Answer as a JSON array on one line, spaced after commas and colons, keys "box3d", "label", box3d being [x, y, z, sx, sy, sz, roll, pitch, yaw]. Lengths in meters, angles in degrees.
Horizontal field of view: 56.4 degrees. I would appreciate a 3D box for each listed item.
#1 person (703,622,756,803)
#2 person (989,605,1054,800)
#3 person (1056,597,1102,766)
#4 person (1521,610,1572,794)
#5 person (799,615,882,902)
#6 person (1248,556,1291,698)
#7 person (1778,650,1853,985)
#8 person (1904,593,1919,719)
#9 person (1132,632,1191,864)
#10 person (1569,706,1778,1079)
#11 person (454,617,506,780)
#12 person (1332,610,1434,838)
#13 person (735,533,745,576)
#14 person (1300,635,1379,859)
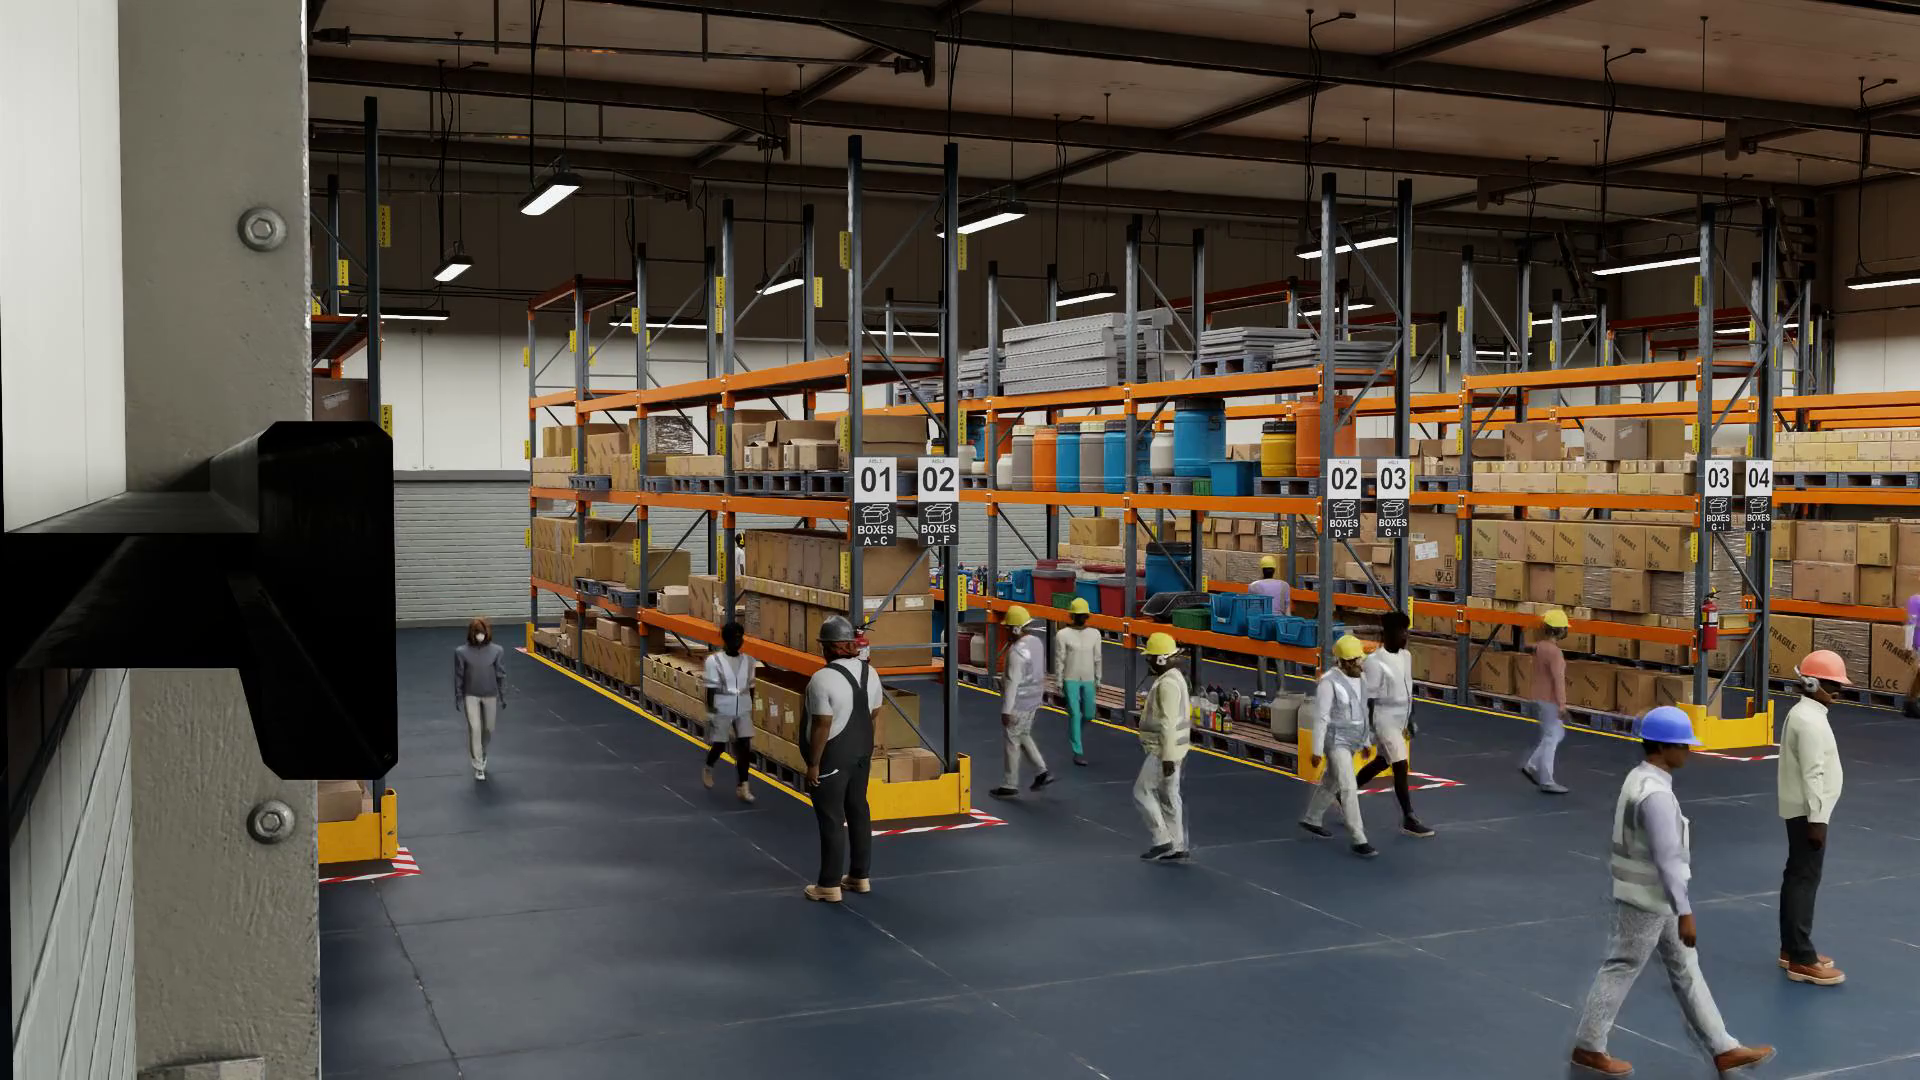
[{"box3d": [-2.168, 1.587, 16.781, 0.537, 1.675, 0.694, -1, 2, -28], "label": "person"}, {"box3d": [0.558, 1.516, 16.809, 0.510, 1.819, 0.634, 1, 2, 27], "label": "person"}, {"box3d": [1.236, 1.471, 18.942, 0.529, 1.751, 0.598, -1, 2, -18], "label": "person"}, {"box3d": [5.645, 1.536, 17.070, 0.377, 1.752, 0.551, 0, 2, 1], "label": "person"}, {"box3d": [-0.913, 1.576, 12.977, 0.537, 2.000, 0.689, 2, 3, 37], "label": "person"}, {"box3d": [4.201, 1.175, 24.369, 0.594, 1.924, 0.381, 0, 2, -3], "label": "person"}, {"box3d": [5.199, 1.660, 10.914, 0.400, 1.987, 0.612, 1, 2, 19], "label": "person"}, {"box3d": [11.994, 1.282, 22.000, 0.565, 1.888, 0.976, -1, 2, -25], "label": "person"}, {"box3d": [1.554, 1.628, 14.001, 0.490, 1.811, 0.614, 0, 2, 12], "label": "person"}, {"box3d": [3.550, 1.780, 8.973, 1.005, 1.889, 0.647, 1, 2, 19], "label": "person"}, {"box3d": [-4.847, 1.573, 18.083, 0.504, 1.612, 0.704, -1, 2, -23], "label": "person"}, {"box3d": [3.590, 1.532, 15.305, 0.939, 1.918, 0.670, 2, 3, 44], "label": "person"}, {"box3d": [-4.317, 0.797, 35.109, 0.320, 1.862, 0.510, -1, 2, -26], "label": "person"}, {"box3d": [3.065, 1.637, 14.561, 0.879, 1.780, 0.630, 2, 3, 43], "label": "person"}]
